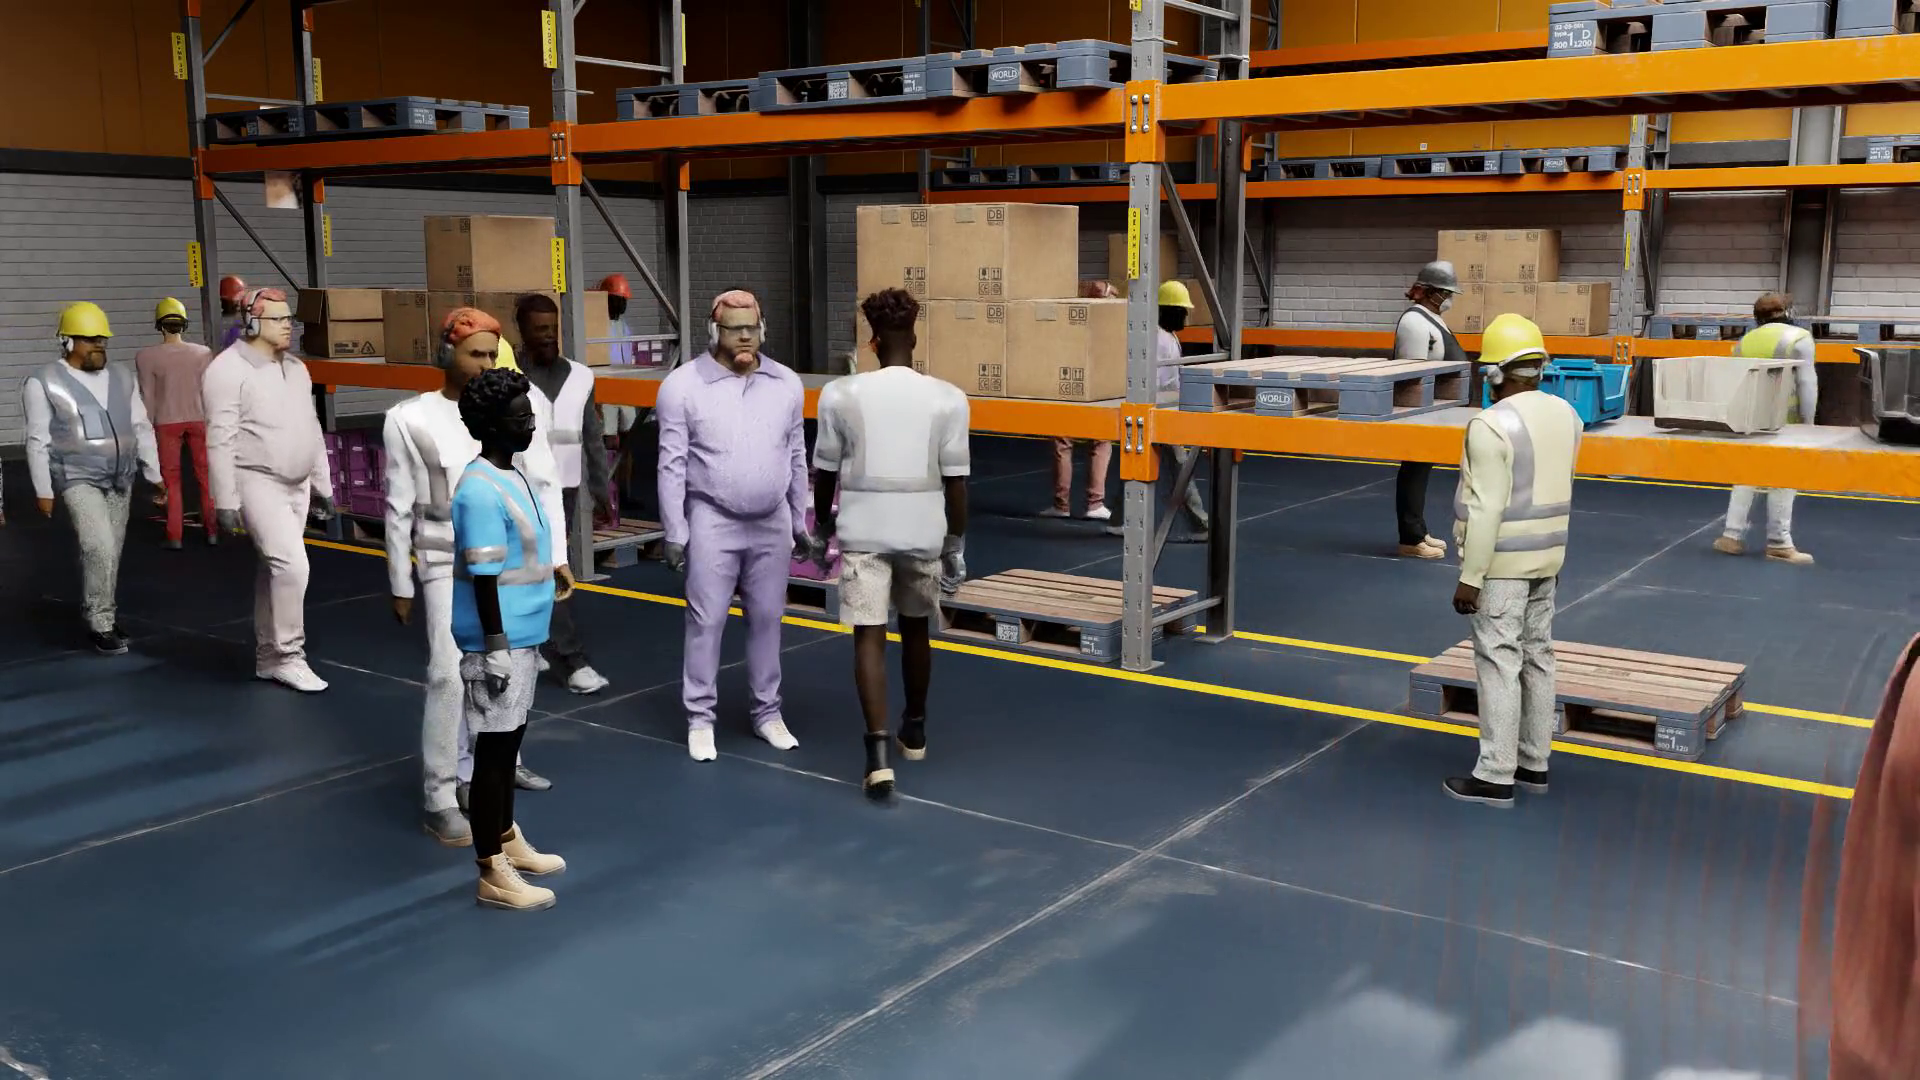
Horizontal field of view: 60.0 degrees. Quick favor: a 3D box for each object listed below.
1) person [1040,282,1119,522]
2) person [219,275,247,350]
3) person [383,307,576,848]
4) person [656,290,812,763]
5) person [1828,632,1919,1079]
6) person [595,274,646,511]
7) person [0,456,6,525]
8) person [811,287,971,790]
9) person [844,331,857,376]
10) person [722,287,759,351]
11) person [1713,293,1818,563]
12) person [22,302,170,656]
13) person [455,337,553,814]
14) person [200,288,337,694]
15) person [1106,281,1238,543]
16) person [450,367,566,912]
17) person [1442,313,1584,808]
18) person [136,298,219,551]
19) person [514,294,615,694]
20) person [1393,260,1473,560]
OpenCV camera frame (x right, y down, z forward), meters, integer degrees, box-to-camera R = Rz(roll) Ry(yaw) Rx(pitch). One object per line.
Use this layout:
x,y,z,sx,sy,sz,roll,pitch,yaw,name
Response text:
0.937,-1.077,13.010,0.727,1.864,0.395,4,10,21,person
-6.466,-1.427,14.969,0.546,1.902,0.682,1,10,8,person
-1.732,0.109,5.929,0.589,1.857,0.644,-7,12,-36,person
-0.899,-0.056,6.777,0.651,1.904,0.403,-5,11,-28,person
1.278,0.697,2.081,0.504,1.981,0.628,6,11,30,person
-2.874,-1.190,13.487,0.654,1.921,0.554,6,11,33,person
-7.551,-1.005,12.621,0.625,1.843,0.430,6,11,30,person
-0.258,-0.007,6.469,0.611,1.930,0.873,-2,10,-11,person
-0.615,-0.903,12.651,0.547,1.614,0.668,-9,13,-44,person
-1.993,-1.366,14.921,0.991,1.792,0.533,2,10,11,person
5.525,-0.756,11.276,0.432,1.807,0.693,-3,10,-20,person
-4.417,-0.311,8.589,0.642,1.810,0.605,5,11,25,person
-1.733,0.115,6.170,0.329,1.769,0.526,5,11,26,person
-3.128,-0.224,7.805,0.657,1.887,0.673,2,10,12,person
1.502,-0.906,11.935,0.984,1.872,0.601,2,10,14,person
-1.430,0.305,5.244,0.316,1.696,0.540,-1,10,-6,person
2.041,0.078,6.203,0.593,1.828,0.403,-7,12,-37,person
-5.464,-0.804,11.645,0.522,1.768,0.311,-9,13,-42,person
-1.958,-0.232,7.945,0.609,1.863,0.993,-9,13,-43,person
3.236,-0.902,11.412,0.535,2.000,0.674,4,10,21,person
